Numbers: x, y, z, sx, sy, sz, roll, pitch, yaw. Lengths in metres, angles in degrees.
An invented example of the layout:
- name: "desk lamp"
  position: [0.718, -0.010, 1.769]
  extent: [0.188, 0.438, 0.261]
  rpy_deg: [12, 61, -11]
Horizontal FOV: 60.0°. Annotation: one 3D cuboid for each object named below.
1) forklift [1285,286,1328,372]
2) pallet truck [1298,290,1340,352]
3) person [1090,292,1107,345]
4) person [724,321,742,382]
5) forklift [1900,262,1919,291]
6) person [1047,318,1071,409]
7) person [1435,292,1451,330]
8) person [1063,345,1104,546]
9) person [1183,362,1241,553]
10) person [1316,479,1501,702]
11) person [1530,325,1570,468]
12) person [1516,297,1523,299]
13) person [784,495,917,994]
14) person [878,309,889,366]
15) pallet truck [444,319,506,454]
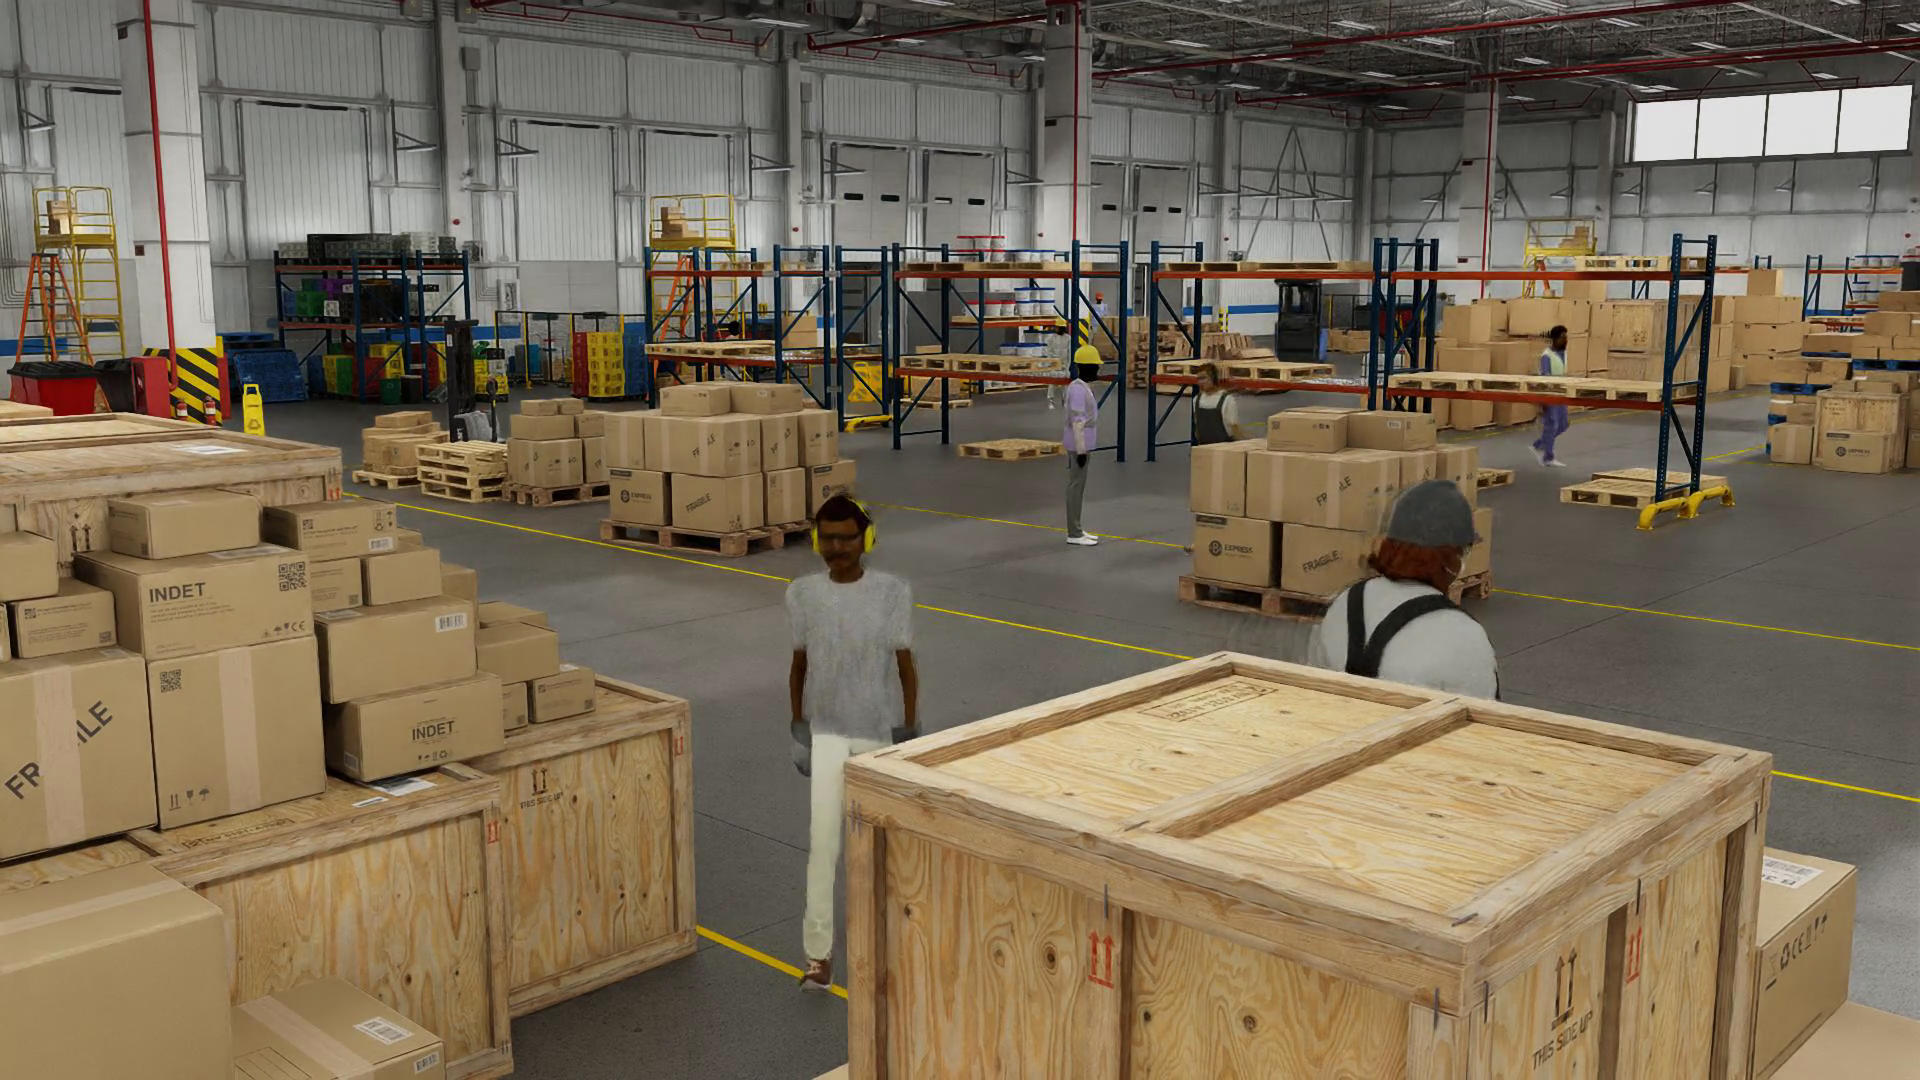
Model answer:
- name: "forklift"
  position: [8.903, -5.821, 43.236]
  extent: [1.129, 2.768, 1.873]
  rpy_deg: [4, 10, 23]
- name: "pallet truck"
  position: [11.297, -6.951, 52.861]
  extent: [1.885, 1.965, 0.823]
  rpy_deg: [-5, 11, -29]
- name: "person"
  position: [4.298, -6.708, 51.589]
  extent: [0.543, 1.930, 0.389]
  rpy_deg: [0, 9, -1]
- name: "person"
  position: [-4.215, -3.230, 30.976]
  extent: [0.321, 1.693, 0.530]
  rpy_deg: [-6, 11, -34]
- name: "forklift"
  position: [22.622, -5.232, 39.622]
  extent: [1.873, 2.768, 1.129]
  rpy_deg: [9, 13, 43]
- name: "person"
  position: [1.895, -3.332, 31.491]
  extent: [0.486, 1.738, 0.340]
  rpy_deg: [-2, 9, -12]
- name: "person"
  position: [15.616, -7.053, 53.790]
  extent: [0.895, 1.892, 0.626]
  rpy_deg: [-6, 11, -34]
- name: "person"
  position: [1.190, -0.918, 16.083]
  extent: [0.382, 1.928, 0.587]
  rpy_deg: [1, 9, 9]
- name: "person"
  position: [2.464, -0.792, 15.771]
  extent: [0.602, 1.786, 0.988]
  rpy_deg: [8, 12, 39]
- name: "person"
  position: [1.389, 0.795, 5.239]
  extent: [0.706, 2.000, 0.689]
  rpy_deg: [-4, 10, -24]
- name: "person"
  position: [7.949, -1.919, 22.284]
  extent: [0.451, 1.906, 0.623]
  rpy_deg: [8, 12, 42]
- name: "person"
  position: [14.397, -5.307, 42.962]
  extent: [0.552, 1.937, 0.356]
  rpy_deg: [5, 11, 30]
- name: "person"
  position: [-0.405, 0.749, 6.204]
  extent: [0.516, 1.825, 0.958]
  rpy_deg: [0, 9, 0]
- name: "person"
  position: [-2.024, -5.352, 44.186]
  extent: [0.314, 1.634, 0.515]
  rpy_deg: [1, 9, 5]
- name: "pallet truck"
  position: [-6.981, -1.942, 22.150]
  extent: [1.885, 1.965, 0.823]
  rpy_deg: [1, 9, 9]
